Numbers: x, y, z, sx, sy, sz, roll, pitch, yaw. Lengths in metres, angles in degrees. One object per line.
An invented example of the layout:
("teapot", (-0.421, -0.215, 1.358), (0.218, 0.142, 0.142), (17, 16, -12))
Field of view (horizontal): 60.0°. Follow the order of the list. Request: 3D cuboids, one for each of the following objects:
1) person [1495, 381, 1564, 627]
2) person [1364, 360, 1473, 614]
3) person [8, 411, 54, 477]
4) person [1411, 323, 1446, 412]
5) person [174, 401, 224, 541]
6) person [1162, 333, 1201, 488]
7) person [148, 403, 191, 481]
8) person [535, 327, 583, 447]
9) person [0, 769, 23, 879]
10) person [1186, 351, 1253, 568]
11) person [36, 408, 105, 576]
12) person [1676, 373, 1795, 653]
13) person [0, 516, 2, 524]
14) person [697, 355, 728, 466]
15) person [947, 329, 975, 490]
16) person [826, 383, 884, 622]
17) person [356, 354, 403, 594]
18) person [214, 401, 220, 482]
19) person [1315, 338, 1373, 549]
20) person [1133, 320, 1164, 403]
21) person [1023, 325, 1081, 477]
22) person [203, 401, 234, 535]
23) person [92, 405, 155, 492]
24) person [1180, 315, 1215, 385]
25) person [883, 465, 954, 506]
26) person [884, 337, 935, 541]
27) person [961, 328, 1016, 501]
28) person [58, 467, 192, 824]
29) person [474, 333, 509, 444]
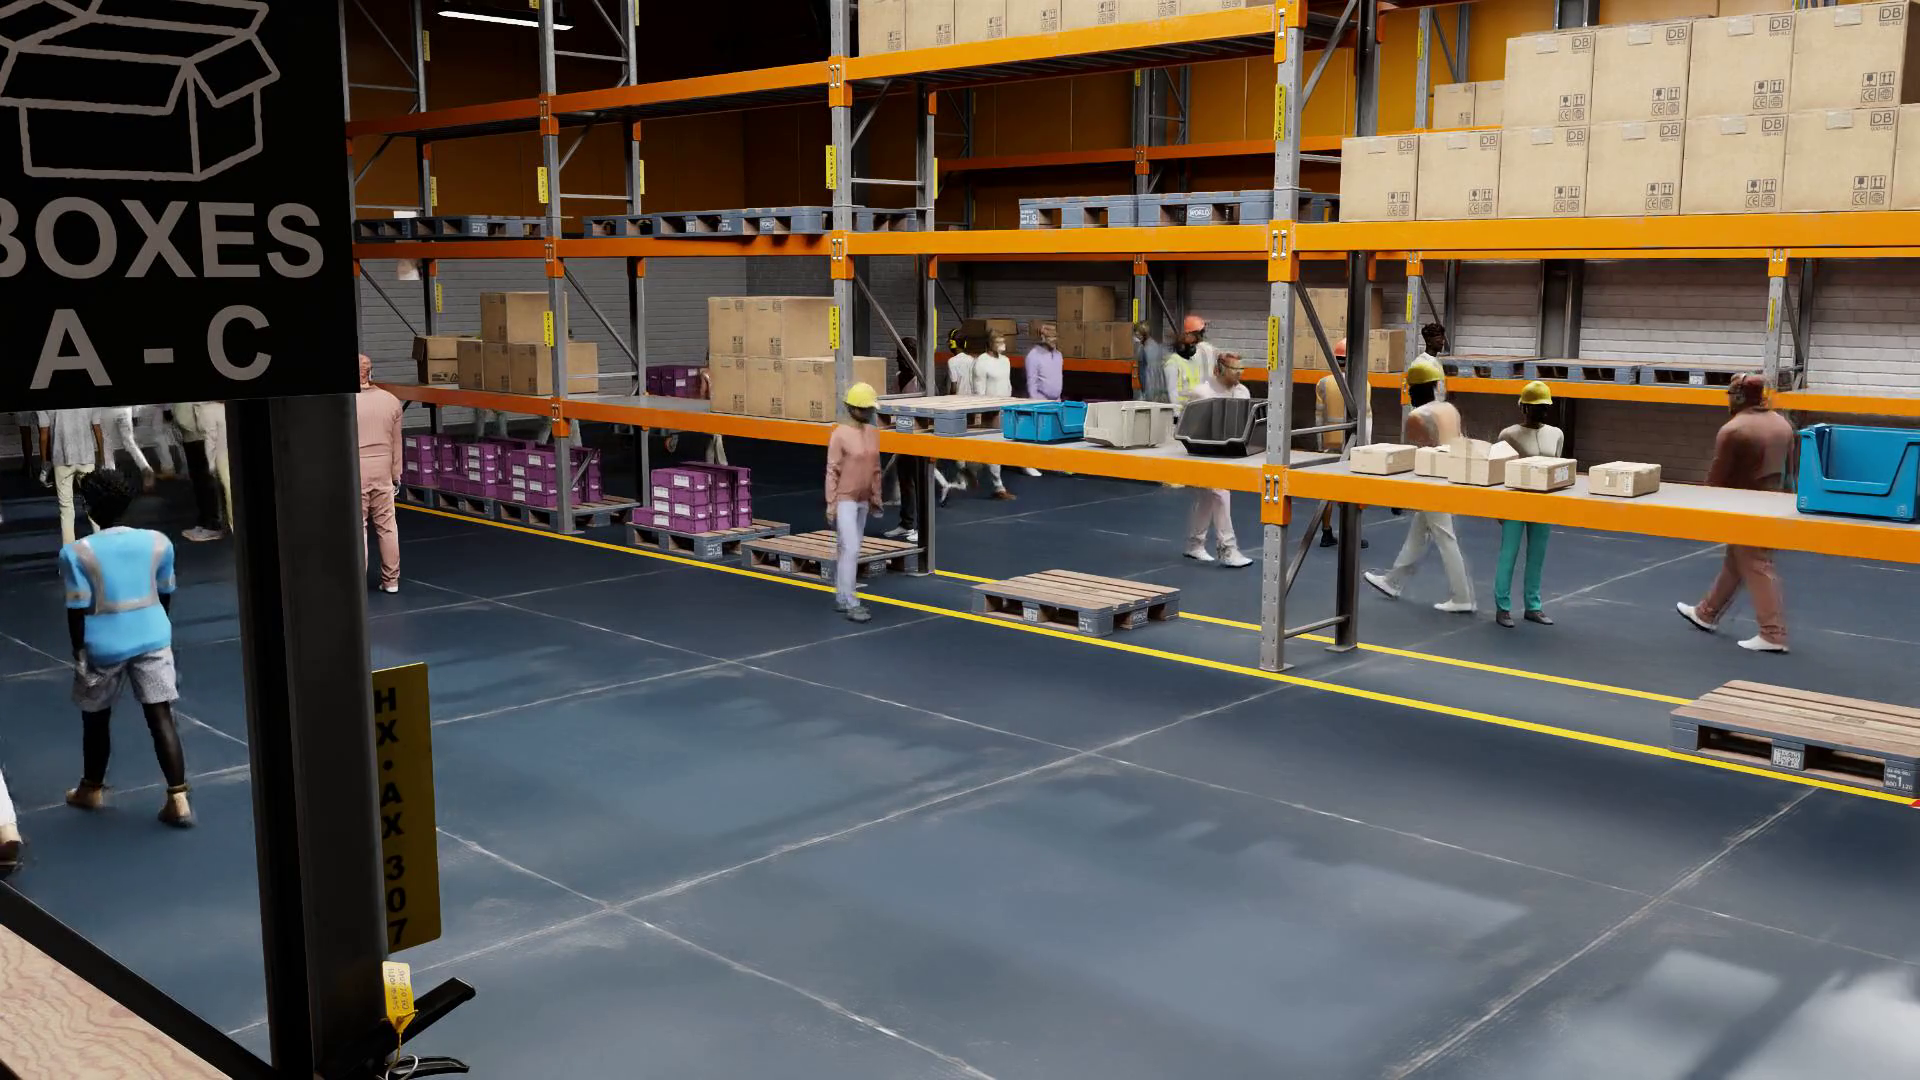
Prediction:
("person", (4.085, -0.255, 11.917), (0.533, 1.768, 0.310), (-3, 10, -15))
("person", (3.477, -0.407, 12.525), (1.000, 1.865, 0.599), (9, 13, 43))
("person", (-11.486, -1.743, 20.516), (0.360, 1.937, 0.550), (7, 11, 36))
("person", (5.204, -1.423, 18.465), (0.367, 1.966, 0.607), (6, 11, 31))
("person", (-7.241, -0.981, 15.716), (0.405, 1.987, 0.608), (-8, 12, -40))
("person", (2.678, -1.482, 19.270), (0.788, 1.817, 0.660), (7, 12, 37))
("person", (-9.565, -1.609, 20.036), (0.599, 1.822, 0.652), (0, 9, 2))
("person", (-5.091, -1.806, 21.125), (1.000, 1.878, 0.642), (6, 11, 33))
("person", (-4.276, 0.542, 6.903), (0.818, 1.810, 0.611), (7, 12, 37))
("person", (2.291, -0.690, 14.330), (0.636, 1.855, 0.995), (-8, 12, -41))
("person", (-7.374, -0.612, 13.814), (0.514, 1.864, 0.332), (-7, 12, -37))
("person", (5.289, -0.207, 11.353), (0.654, 1.850, 0.999), (-5, 11, -30))
("person", (-6.952, -0.218, 11.523), (0.546, 1.819, 1.005), (-8, 12, -40))
("person", (-2.892, -1.512, 20.135), (0.825, 1.597, 0.524), (6, 11, 34))
("person", (-0.008, -1.511, 19.316), (0.312, 1.864, 0.532), (6, 11, 33))
("person", (-0.745, -0.272, 12.120), (0.577, 1.729, 0.522), (6, 11, 32))
("person", (-4.645, -0.491, 12.934), (0.407, 1.908, 0.641), (8, 12, 40))
("person", (-7.878, -1.287, 17.806), (0.604, 1.908, 0.488), (4, 10, 22))
("person", (3.516, -0.879, 15.215), (0.544, 1.939, 0.354), (7, 12, 38))
("person", (2.420, -1.831, 21.147), (0.487, 1.907, 0.723), (0, 9, 3))
("person", (1.126, -1.673, 20.286), (0.677, 1.863, 0.965), (-9, 13, -44))
("person", (-6.722, -0.741, 15.347), (0.520, 1.615, 0.515), (8, 12, 40))
("person", (-9.491, -1.416, 18.765), (0.743, 1.863, 0.583), (7, 11, 35))
("person", (2.974, -1.693, 20.011), (0.730, 2.010, 0.633), (4, 10, 23))
("person", (-0.463, -1.144, 17.829), (0.747, 1.614, 0.520), (5, 10, 26))
("person", (-0.456, -0.957, 15.757), (0.389, 1.919, 0.592), (-7, 12, -39))
("person", (0.319, -1.392, 18.427), (0.675, 1.918, 0.639), (6, 11, 33))
("person", (-3.874, 0.495, 7.715), (0.831, 1.659, 0.540), (8, 12, 41))
("person", (-6.473, -2.030, 22.953), (0.494, 1.717, 0.744), (3, 10, 18))
